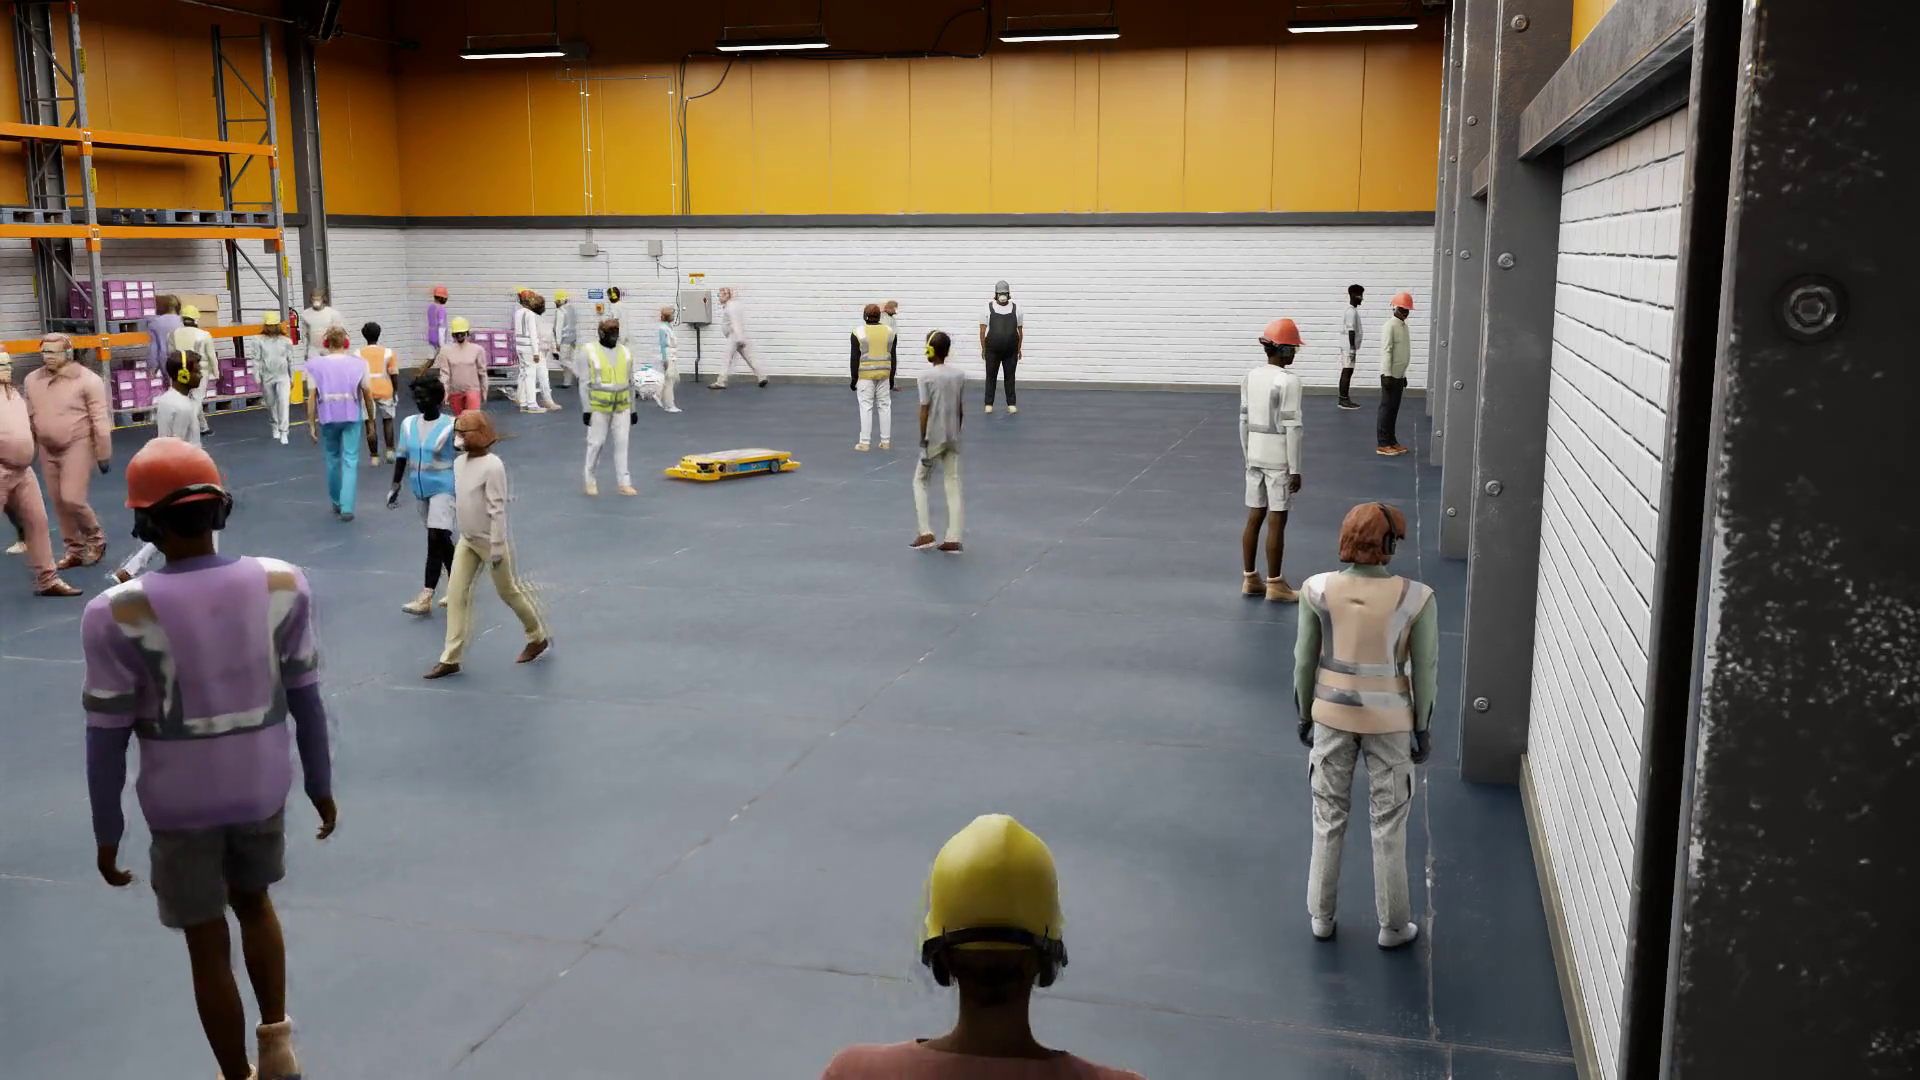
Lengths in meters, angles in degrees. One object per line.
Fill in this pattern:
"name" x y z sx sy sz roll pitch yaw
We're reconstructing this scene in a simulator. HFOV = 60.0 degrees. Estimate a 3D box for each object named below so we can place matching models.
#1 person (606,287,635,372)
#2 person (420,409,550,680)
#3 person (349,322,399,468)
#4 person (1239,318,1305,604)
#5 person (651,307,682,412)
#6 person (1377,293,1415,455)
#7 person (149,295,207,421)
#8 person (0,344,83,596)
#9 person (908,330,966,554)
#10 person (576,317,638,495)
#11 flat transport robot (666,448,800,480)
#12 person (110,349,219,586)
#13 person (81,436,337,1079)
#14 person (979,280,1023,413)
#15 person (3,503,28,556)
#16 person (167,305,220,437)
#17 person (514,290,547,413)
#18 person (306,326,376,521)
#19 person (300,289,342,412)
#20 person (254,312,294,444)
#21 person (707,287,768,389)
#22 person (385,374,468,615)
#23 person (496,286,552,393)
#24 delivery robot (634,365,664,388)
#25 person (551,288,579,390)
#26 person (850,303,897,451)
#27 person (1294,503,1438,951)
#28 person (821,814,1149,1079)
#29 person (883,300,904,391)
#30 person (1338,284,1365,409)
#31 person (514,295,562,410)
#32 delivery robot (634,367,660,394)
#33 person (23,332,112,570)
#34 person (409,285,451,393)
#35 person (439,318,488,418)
"person" -6.160 -3.608 29.800 0.878 1.813 0.534 4 11 21
"person" -2.851 0.004 9.996 0.510 1.593 0.833 8 13 39
"person" -6.786 -1.683 19.279 0.546 1.676 0.515 -4 11 -21
"person" 2.264 -0.569 11.965 0.397 2.043 0.609 -5 11 -27
"person" -4.522 -2.776 25.619 0.415 1.625 0.535 1 10 4
"person" 5.371 -2.041 20.469 0.401 1.984 0.612 7 12 35
"person" -10.762 -2.418 22.896 0.655 1.882 1.039 2 10 12
"person" -6.965 -0.485 12.002 0.955 1.868 0.655 1 10 4
"person" -0.185 -0.823 13.925 0.501 1.853 0.641 -7 12 -33
"person" -3.600 -1.363 17.075 0.634 1.850 0.436 -7 12 -36
"flat transport robot" -2.530 -0.862 18.639 0.652 0.197 1.431 8 13 40
"person" -5.570 -0.425 11.749 0.801 1.840 0.522 -8 13 -39
"person" -2.128 0.717 4.731 0.654 2.024 0.483 -9 14 -43
"person" 0.651 -2.962 25.524 0.684 2.000 0.538 -1 10 -8
"person" -7.997 -0.711 13.502 0.511 1.799 0.972 4 11 23
"person" -10.101 -2.197 21.911 0.606 1.793 0.920 1 10 3
"person" -6.643 -2.894 25.589 0.360 1.881 0.574 -8 13 -37
"person" -5.839 -1.113 15.729 0.582 1.791 0.964 -3 11 -18
"person" -9.943 -2.972 26.002 0.632 1.911 0.906 -1 10 -6
"person" -8.974 -2.137 21.801 0.487 1.716 0.847 -4 11 -21
"person" -3.984 -3.623 29.887 1.061 1.838 0.684 0 10 0
"person" -3.722 -0.308 11.559 0.540 1.660 0.815 5 11 26
"person" -7.660 -3.471 28.933 0.968 1.868 0.611 1 10 3
"delivery robot" -5.254 -2.718 28.082 0.707 0.478 0.477 0 10 1
"person" -6.914 -3.535 29.433 0.602 1.814 0.615 2 10 12
"person" -1.096 -2.033 20.830 0.626 1.844 0.429 -5 11 -26
"person" 1.465 0.678 6.057 0.514 1.637 0.315 5 11 26
"person" 0.025 1.276 2.391 0.529 1.742 0.741 2 10 9
"person" -1.261 -3.413 29.278 0.489 1.617 0.501 2 10 9
"person" 6.152 -3.041 26.187 0.368 1.963 0.609 1 10 7
"person" -6.702 -2.956 26.180 0.893 1.808 0.623 3 10 16
"delivery robot" -5.210 -2.614 27.494 0.477 0.478 0.707 -4 11 -24
"person" -7.050 -0.686 13.083 0.660 1.884 0.434 2 10 12
"person" -9.048 -3.434 28.614 0.917 1.902 0.584 -9 14 -43
"person" -5.716 -1.679 19.128 0.516 1.723 0.872 -1 10 -8
